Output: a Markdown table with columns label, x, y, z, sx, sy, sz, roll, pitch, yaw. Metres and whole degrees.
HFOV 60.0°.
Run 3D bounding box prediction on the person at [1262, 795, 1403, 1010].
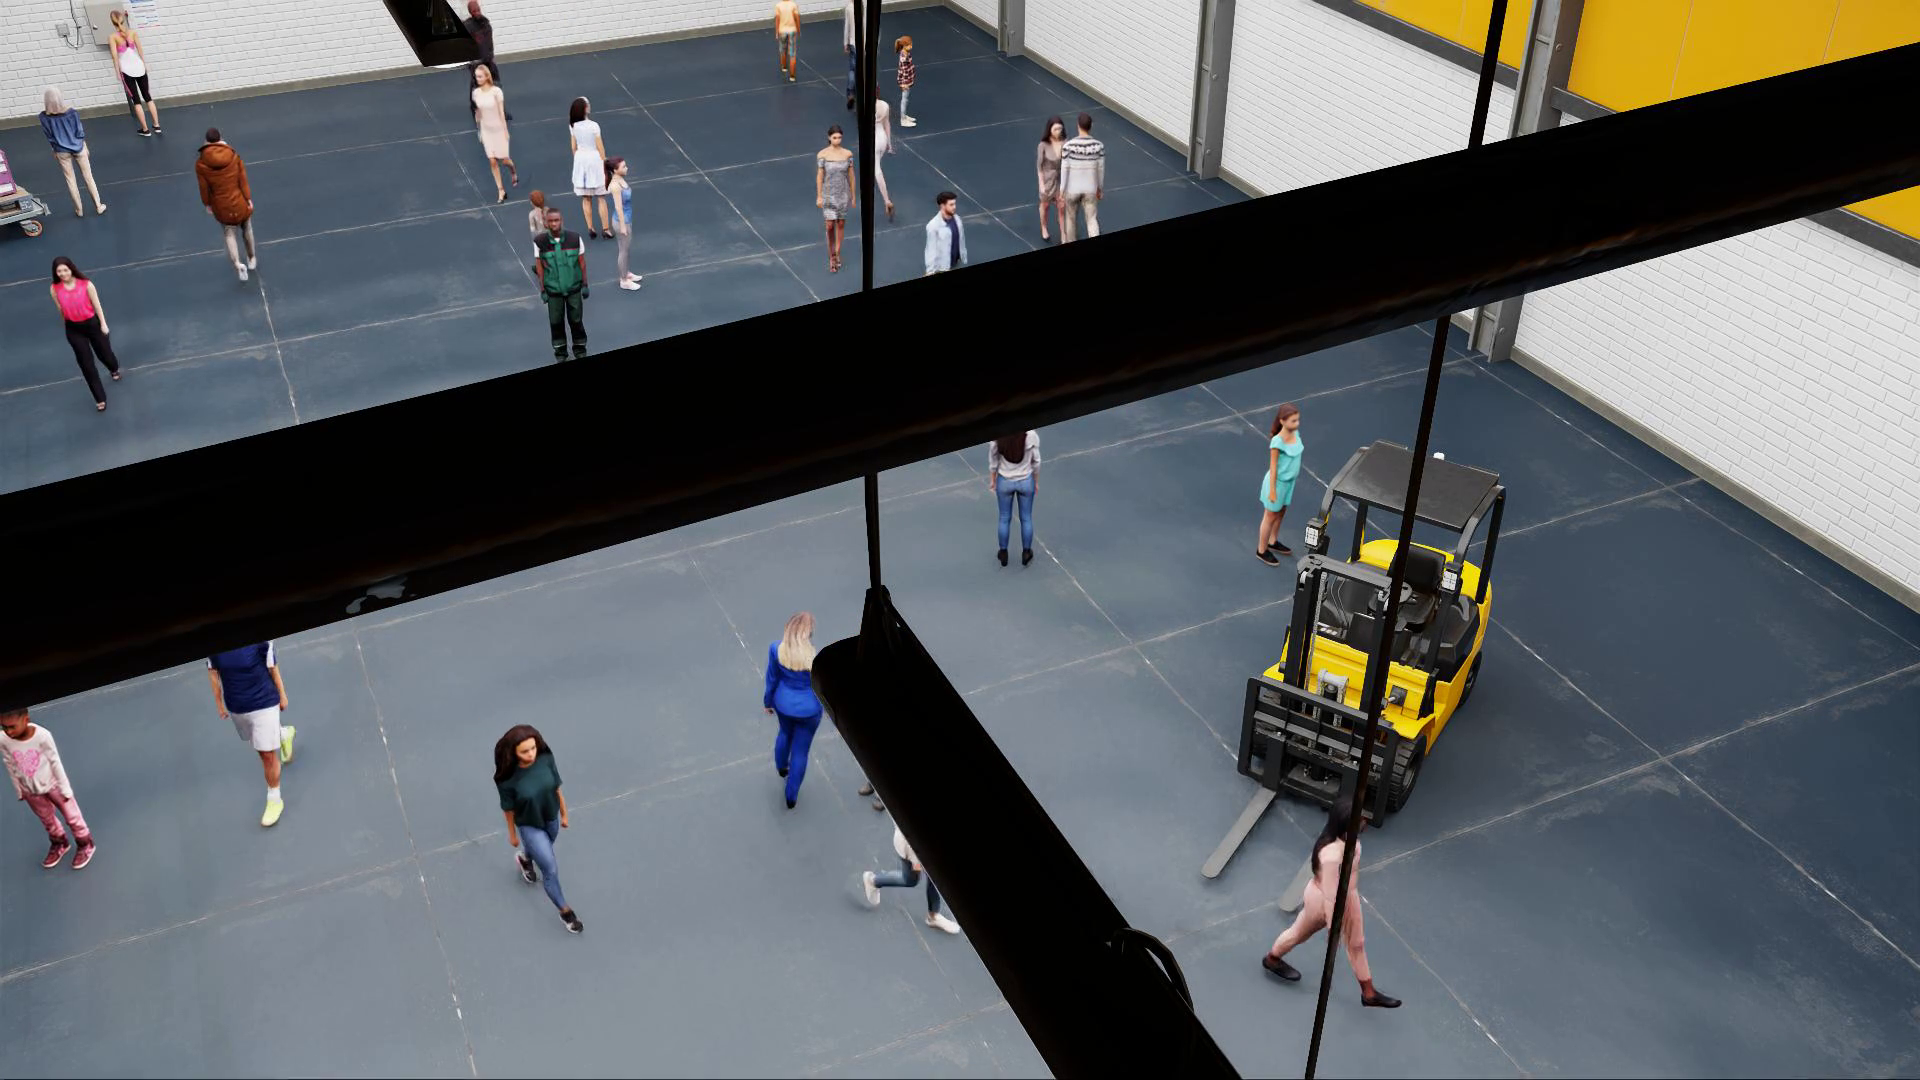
| label | x | y | z | sx | sy | sz | roll | pitch | yaw |
| --- | --- | --- | --- | --- | --- | --- | --- | --- | --- |
| person | 2.250 | 2.270 | 10.519 | 1.248 | 1.668 | 1.064 | 19 | 38 | 26 |

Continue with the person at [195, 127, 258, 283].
| label | x | y | z | sx | sy | sz | roll | pitch | yaw |
| --- | --- | --- | --- | --- | --- | --- | --- | --- | --- |
| person | -8.663 | -3.953 | 19.752 | 0.690 | 1.811 | 1.039 | -14 | 36 | -20 |

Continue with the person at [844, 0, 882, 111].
| label | x | y | z | sx | sy | sz | roll | pitch | yaw |
| --- | --- | --- | --- | --- | --- | --- | --- | --- | --- |
| person | -1.457 | -7.276 | 24.694 | 1.035 | 1.875 | 1.119 | 5 | 34 | 8 |

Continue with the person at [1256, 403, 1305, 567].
| label | x | y | z | sx | sy | sz | roll | pitch | yaw |
| --- | --- | --- | --- | --- | --- | --- | --- | --- | --- |
| person | 2.854 | -0.524 | 14.823 | 0.652 | 1.557 | 0.629 | 26 | 42 | 34 |

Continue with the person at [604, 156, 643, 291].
| label | x | y | z | sx | sy | sz | roll | pitch | yaw |
| --- | --- | --- | --- | --- | --- | --- | --- | --- | --- |
| person | -3.980 | -3.760 | 19.645 | 0.693 | 1.608 | 0.570 | -2 | 34 | -3 |

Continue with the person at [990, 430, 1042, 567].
| label | x | y | z | sx | sy | sz | roll | pitch | yaw |
| --- | --- | --- | --- | --- | --- | --- | --- | --- | --- |
| person | 0.493 | -0.499 | 14.715 | 0.674 | 1.635 | 0.656 | 0 | 34 | 0 |

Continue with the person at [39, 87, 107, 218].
| label | x | y | z | sx | sy | sz | roll | pitch | yaw |
| --- | --- | --- | --- | --- | --- | --- | --- | --- | --- |
| person | -11.475 | -5.016 | 21.454 | 0.606 | 1.698 | 0.557 | -13 | 36 | -19 |

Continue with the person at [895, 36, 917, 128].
| label | x | y | z | sx | sy | sz | roll | pitch | yaw |
| --- | --- | --- | --- | --- | --- | --- | --- | --- | --- |
| person | -0.807 | -6.752 | 24.418 | 0.668 | 1.306 | 0.571 | 0 | 34 | -1 |

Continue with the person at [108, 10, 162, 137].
| label | x | y | z | sx | sy | sz | roll | pitch | yaw |
| --- | --- | --- | --- | --- | --- | --- | --- | --- | --- |
| person | -11.899 | -6.725 | 23.944 | 0.655 | 1.787 | 0.677 | 26 | 42 | 33 |

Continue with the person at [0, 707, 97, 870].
| label | x | y | z | sx | sy | sz | roll | pitch | yaw |
| --- | --- | --- | --- | --- | --- | --- | --- | --- | --- |
| person | -6.403 | 1.676 | 11.613 | 0.597 | 1.447 | 0.604 | -2 | 34 | -2 |

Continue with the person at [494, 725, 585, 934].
| label | x | y | z | sx | sy | sz | roll | pitch | yaw |
| --- | --- | --- | --- | --- | --- | --- | --- | --- | --- |
| person | -2.884 | 1.863 | 11.207 | 1.144 | 1.584 | 0.834 | 29 | 43 | 36 |

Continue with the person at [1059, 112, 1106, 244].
| label | x | y | z | sx | sy | sz | roll | pitch | yaw |
| --- | --- | --- | --- | --- | --- | --- | --- | --- | --- |
| person | 1.489 | -4.226 | 20.141 | 0.925 | 1.835 | 1.145 | -3 | 34 | -5 |

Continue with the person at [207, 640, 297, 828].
| label | x | y | z | sx | sy | sz | roll | pitch | yaw |
| --- | --- | --- | --- | --- | --- | --- | --- | --- | --- |
| person | -5.124 | 1.128 | 12.112 | 0.977 | 1.807 | 1.250 | 0 | 34 | 0 |

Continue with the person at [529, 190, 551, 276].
| label | x | y | z | sx | sy | sz | roll | pitch | yaw |
| --- | --- | --- | --- | --- | --- | --- | --- | --- | --- |
| person | -4.900 | -3.552 | 19.734 | 0.559 | 1.164 | 0.838 | -21 | 39 | -28 |

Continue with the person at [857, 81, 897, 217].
| label | x | y | z | sx | sy | sz | roll | pitch | yaw |
| --- | --- | --- | --- | --- | --- | --- | --- | --- | --- |
| person | -1.053 | -4.993 | 21.376 | 0.618 | 1.745 | 1.099 | -16 | 37 | -22 |

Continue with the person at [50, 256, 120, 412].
| label | x | y | z | sx | sy | sz | roll | pitch | yaw |
| --- | --- | --- | --- | --- | --- | --- | --- | --- | --- |
| person | -9.050 | -2.187 | 17.249 | 0.651 | 1.641 | 0.950 | -10 | 35 | -14 |

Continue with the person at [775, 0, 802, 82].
| label | x | y | z | sx | sy | sz | roll | pitch | yaw |
| --- | --- | --- | --- | --- | --- | --- | --- | --- | --- |
| person | -2.699 | -7.928 | 26.071 | 0.753 | 1.436 | 0.969 | -2 | 34 | -3 |

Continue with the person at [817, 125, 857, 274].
| label | x | y | z | sx | sy | sz | roll | pitch | yaw |
| --- | --- | --- | --- | --- | --- | --- | --- | --- | --- |
| person | -1.514 | -4.157 | 20.060 | 0.673 | 1.811 | 0.685 | -8 | 35 | -13 |

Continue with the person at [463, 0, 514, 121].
| label | x | y | z | sx | sy | sz | roll | pitch | yaw |
| --- | --- | --- | --- | --- | --- | --- | --- | --- | --- |
| person | -7.094 | -7.070 | 24.458 | 1.152 | 1.793 | 0.995 | 18 | 38 | 25 |

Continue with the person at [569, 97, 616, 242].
| label | x | y | z | sx | sy | sz | roll | pitch | yaw |
| --- | --- | --- | --- | --- | --- | --- | --- | --- | --- |
| person | -4.607 | -4.618 | 20.751 | 0.856 | 1.814 | 0.908 | 8 | 34 | 12 |

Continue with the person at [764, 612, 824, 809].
| label | x | y | z | sx | sy | sz | roll | pitch | yaw |
| --- | --- | --- | --- | --- | --- | --- | --- | --- | --- |
| person | -1.169 | 1.282 | 12.005 | 0.898 | 1.669 | 0.959 | 5 | 34 | 8 |

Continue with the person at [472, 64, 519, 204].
| label | x | y | z | sx | sy | sz | roll | pitch | yaw |
| --- | --- | --- | --- | --- | --- | --- | --- | --- | --- |
| person | -6.088 | -5.365 | 21.871 | 0.817 | 1.817 | 0.910 | 5 | 34 | 8 |

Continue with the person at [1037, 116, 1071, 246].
| label | x | y | z | sx | sy | sz | roll | pitch | yaw |
| --- | --- | --- | --- | --- | --- | --- | --- | --- | --- |
| person | 1.118 | -4.423 | 20.567 | 0.736 | 1.692 | 1.118 | -8 | 35 | -12 |

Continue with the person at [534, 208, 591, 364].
| label | x | y | z | sx | sy | sz | roll | pitch | yaw |
| --- | --- | --- | --- | --- | --- | --- | --- | --- | --- |
| person | -4.256 | -2.706 | 17.852 | 0.715 | 1.838 | 0.658 | -9 | 35 | -14 |

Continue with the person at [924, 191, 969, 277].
| label | x | y | z | sx | sy | sz | roll | pitch | yaw |
| --- | --- | --- | --- | --- | --- | --- | --- | --- | --- |
| person | -0.227 | -3.006 | 18.341 | 0.829 | 1.796 | 0.812 | 23 | 40 | 31 |
